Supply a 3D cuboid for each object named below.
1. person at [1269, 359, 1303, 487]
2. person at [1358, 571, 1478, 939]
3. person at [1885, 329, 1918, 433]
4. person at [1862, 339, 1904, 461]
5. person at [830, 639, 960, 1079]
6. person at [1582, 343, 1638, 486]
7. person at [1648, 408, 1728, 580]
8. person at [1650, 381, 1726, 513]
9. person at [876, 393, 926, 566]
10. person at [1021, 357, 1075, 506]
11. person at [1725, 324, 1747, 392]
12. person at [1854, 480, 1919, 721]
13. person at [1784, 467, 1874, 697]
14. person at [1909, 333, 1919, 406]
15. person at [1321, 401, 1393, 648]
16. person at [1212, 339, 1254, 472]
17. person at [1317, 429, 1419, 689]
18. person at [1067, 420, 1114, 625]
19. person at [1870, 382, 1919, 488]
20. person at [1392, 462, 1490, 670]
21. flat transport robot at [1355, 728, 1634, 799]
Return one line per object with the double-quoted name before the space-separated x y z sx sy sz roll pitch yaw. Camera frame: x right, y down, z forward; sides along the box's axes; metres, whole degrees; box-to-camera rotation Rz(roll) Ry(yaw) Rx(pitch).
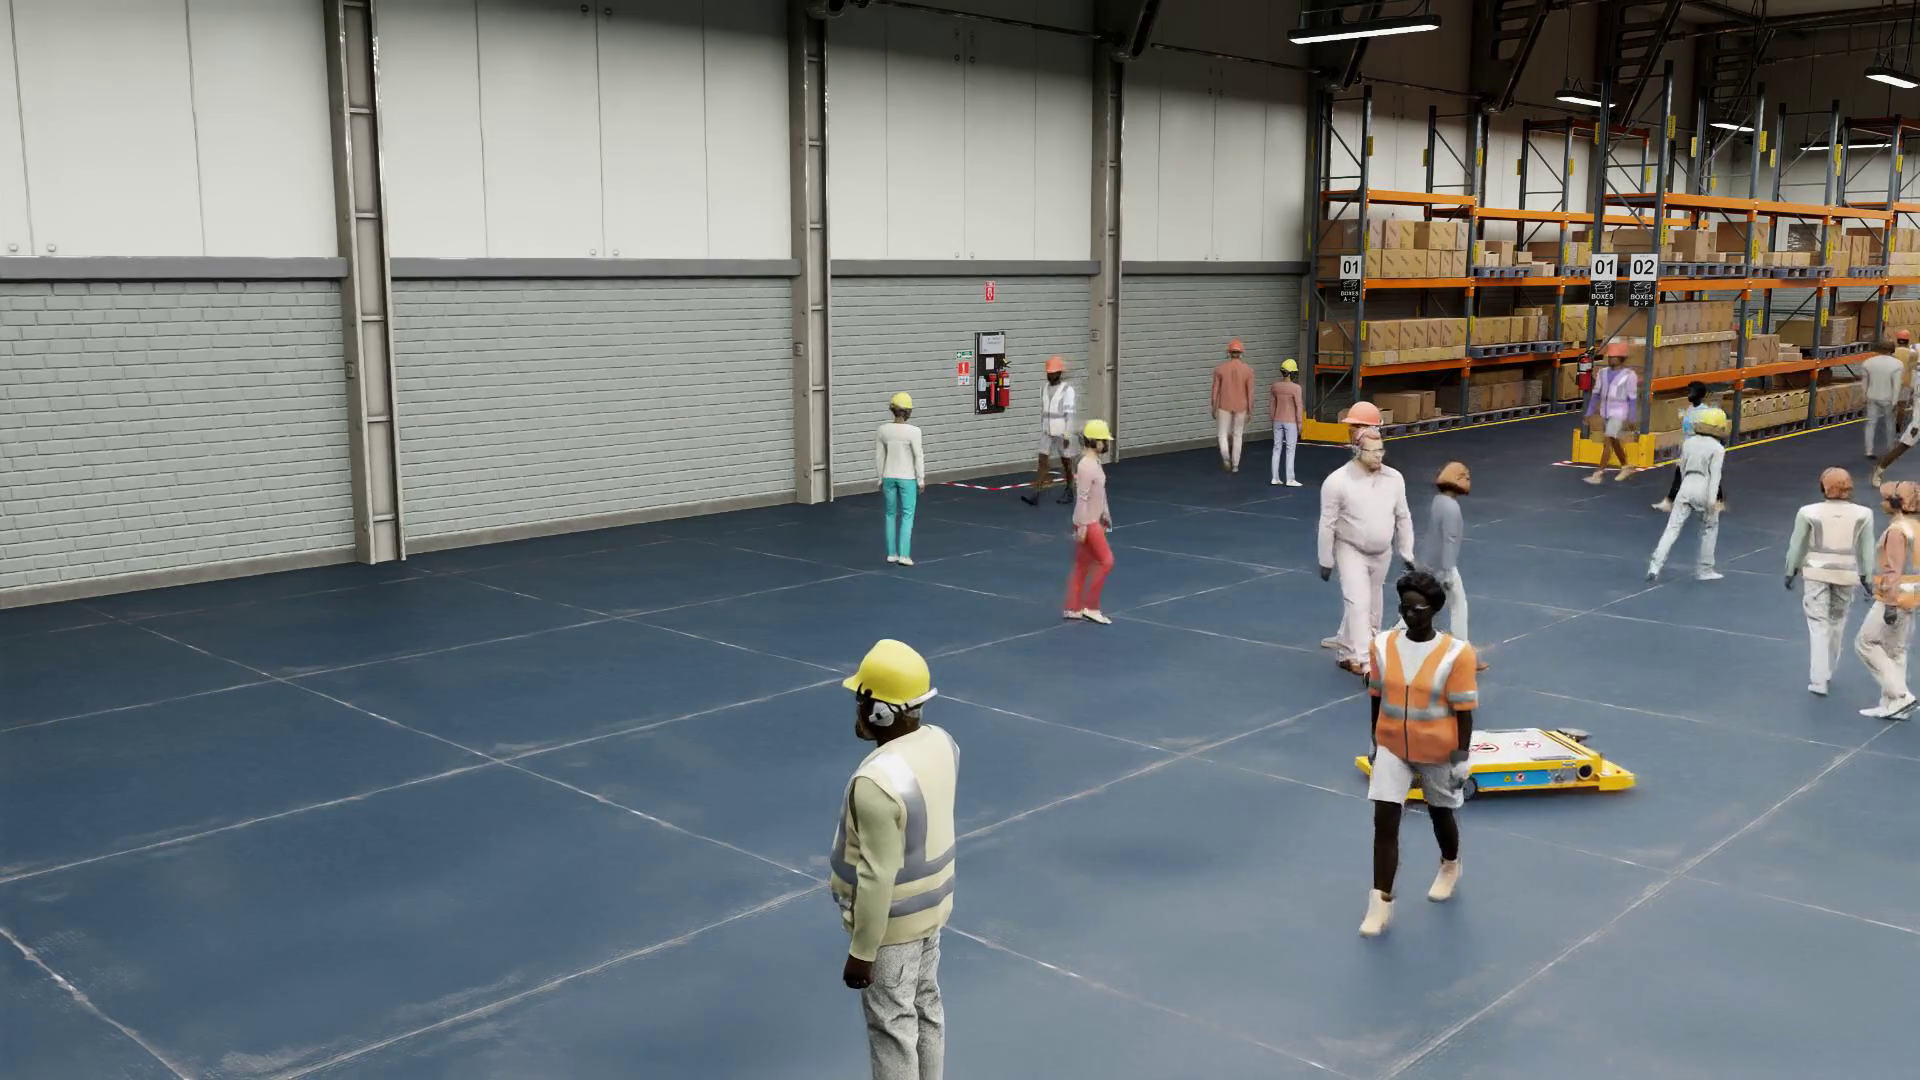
"person" 4.534 -1.619 23.057 0.311 1.768 0.533 -9 13 -42
"person" 2.141 0.951 7.731 0.536 1.655 0.852 7 11 35
"person" 17.056 -2.867 30.223 0.549 1.918 0.757 6 11 34
"person" 14.555 -2.202 26.194 0.929 1.900 0.638 -8 12 -40
"person" -0.225 1.226 5.502 0.404 1.837 0.589 3 10 20
"person" 9.169 -1.764 23.298 1.071 1.998 0.628 -5 10 -26
"person" 7.045 -0.427 16.039 0.816 1.689 0.505 -6 11 -30
"person" 9.049 -1.129 20.438 0.889 1.648 0.542 -1 9 -4
"person" -0.628 -0.600 16.966 0.535 1.780 0.518 5 10 27
"person" 1.167 -1.366 21.105 0.561 1.890 0.994 8 12 39
"person" 16.235 -3.613 34.754 0.742 1.921 0.560 -7 12 -38
"person" 6.220 0.409 11.118 0.373 1.620 0.523 8 12 41
"person" 6.230 0.279 11.967 0.558 1.604 0.786 2 10 12
"person" 18.964 -3.250 32.773 0.579 1.855 0.925 8 12 40
"person" 3.130 -0.089 13.027 0.378 1.997 0.609 -3 10 -18
"person" 4.029 -1.971 24.556 0.614 1.982 0.596 1 9 6
"person" 2.994 0.137 12.070 0.653 1.858 0.994 -3 10 -19
"person" 1.153 -0.148 14.158 0.551 1.750 0.533 1 9 9
"person" 12.990 -1.629 22.535 0.659 1.977 1.111 -6 11 -31
"person" 3.569 0.198 12.517 0.811 1.591 0.549 0 9 -1
"flat transport robot" 3.129 1.305 9.783 1.431 0.197 0.652 -1 9 -9
